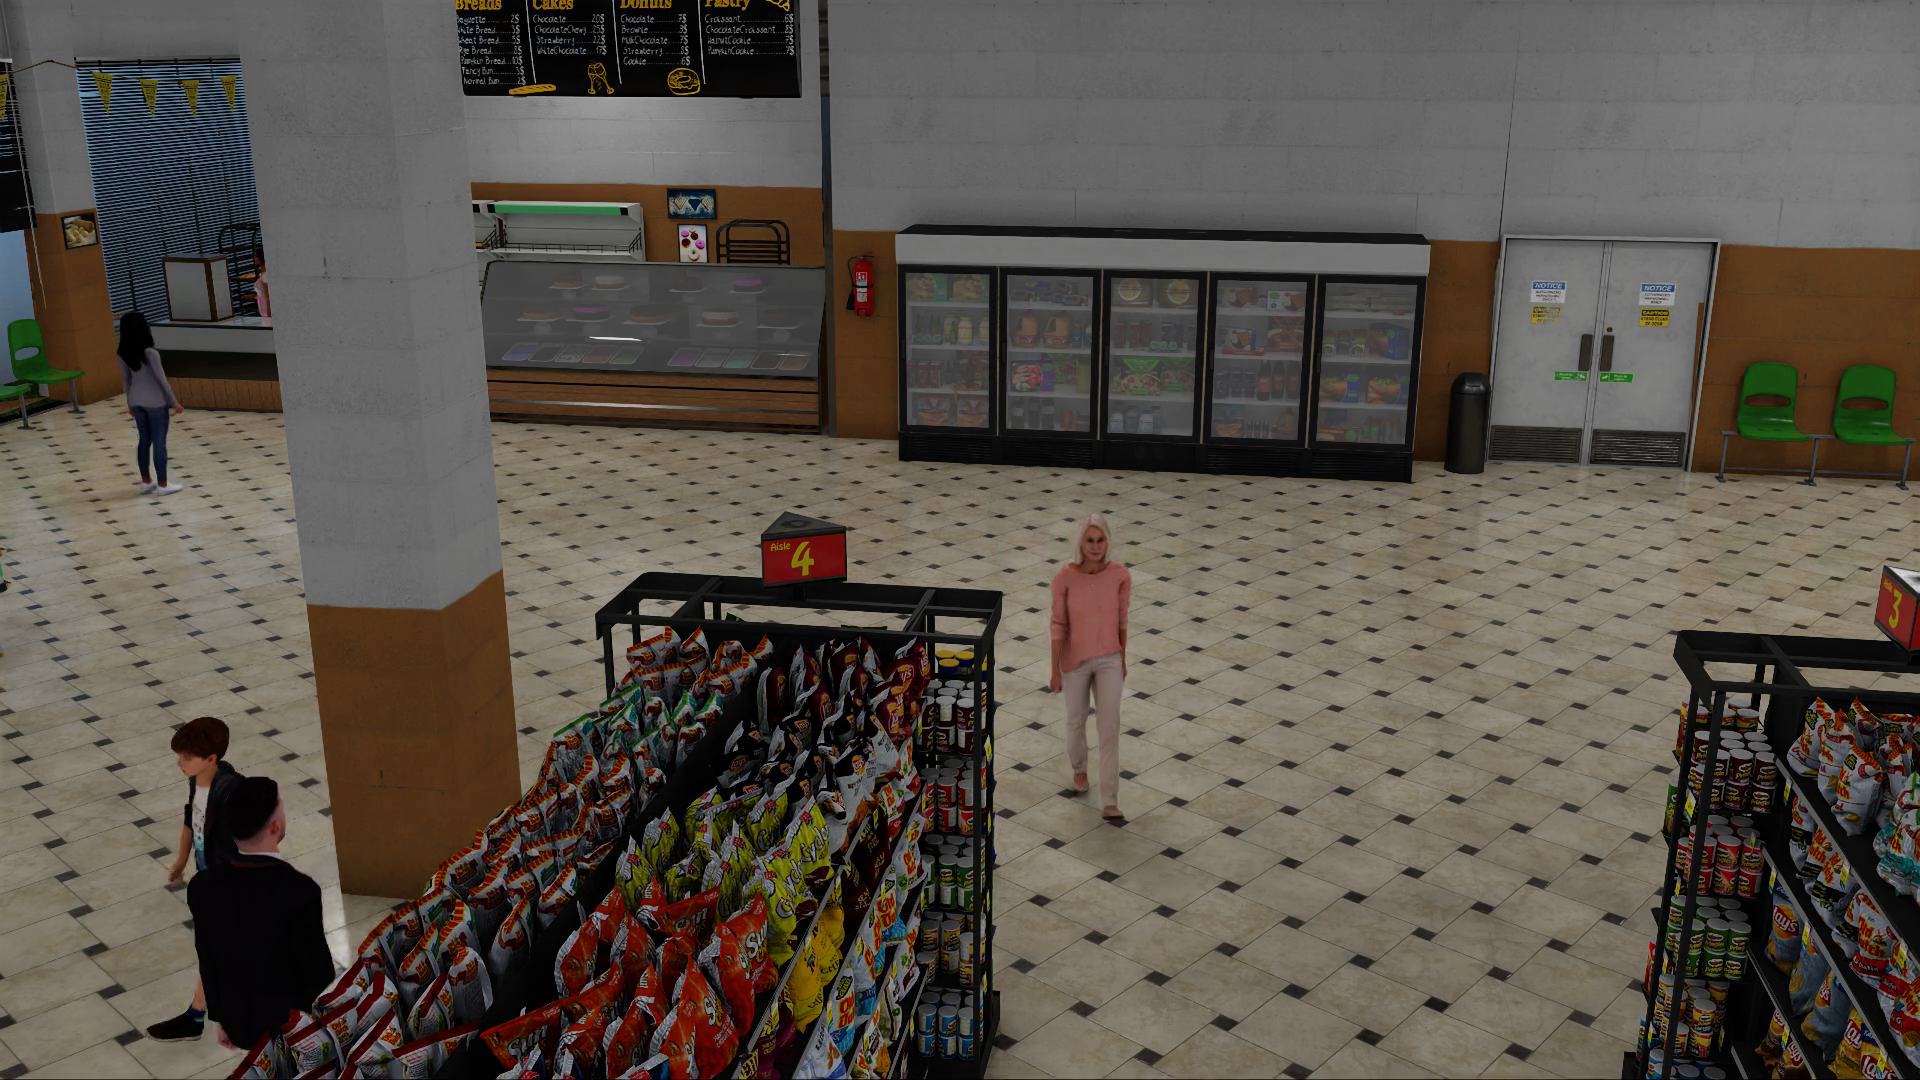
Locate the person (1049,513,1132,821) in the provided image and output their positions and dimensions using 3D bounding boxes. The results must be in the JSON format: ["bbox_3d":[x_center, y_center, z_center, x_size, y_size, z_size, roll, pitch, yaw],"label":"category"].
[{"bbox_3d":[0.710,0.662,9.278,0.809,1.685,1.130,-2,17,-6],"label":"person"}]

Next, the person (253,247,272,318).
[{"bbox_3d":[-8.393,-2.710,20.289,0.711,1.741,0.582,-4,17,-14],"label":"person"}]

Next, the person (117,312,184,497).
[{"bbox_3d":[-7.601,-1.254,15.508,0.669,1.732,0.663,6,18,20],"label":"person"}]

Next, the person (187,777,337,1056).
[{"bbox_3d":[-2.342,1.703,5.601,0.710,1.830,0.781,5,17,15],"label":"person"}]

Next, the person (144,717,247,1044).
[{"bbox_3d":[-3.125,1.427,7.234,1.029,1.408,0.905,-15,22,-40],"label":"person"}]
